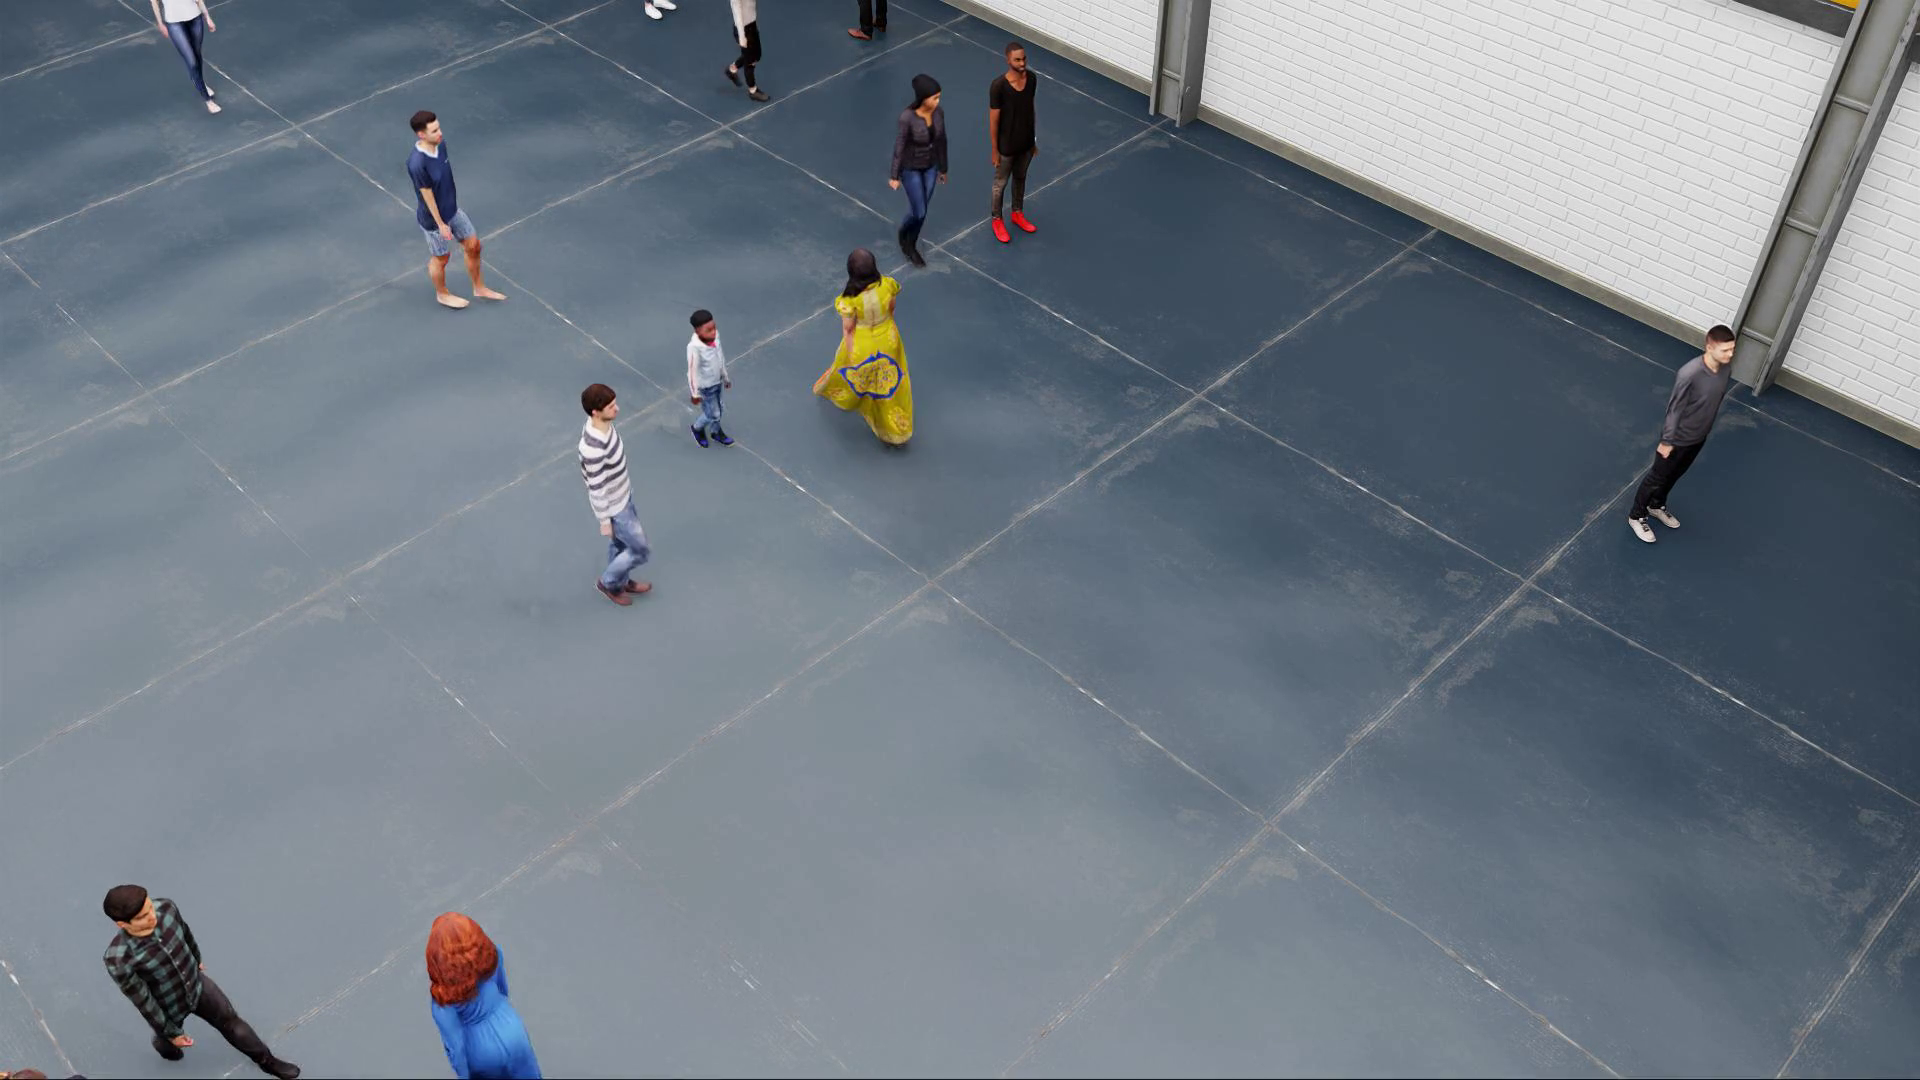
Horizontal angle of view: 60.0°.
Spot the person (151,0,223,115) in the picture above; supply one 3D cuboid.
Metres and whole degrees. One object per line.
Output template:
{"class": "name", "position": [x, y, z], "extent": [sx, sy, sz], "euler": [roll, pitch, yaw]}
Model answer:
{"class": "person", "position": [-7.618, -5.085, 16.253], "extent": [1.020, 1.698, 0.582], "euler": [34, 53, 30]}

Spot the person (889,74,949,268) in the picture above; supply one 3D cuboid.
{"class": "person", "position": [-0.394, -3.182, 14.231], "extent": [0.719, 1.732, 0.709], "euler": [-22, 48, -22]}

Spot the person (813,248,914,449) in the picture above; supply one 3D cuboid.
{"class": "person", "position": [-0.632, -1.394, 12.438], "extent": [1.039, 1.615, 1.305], "euler": [-18, 46, -18]}

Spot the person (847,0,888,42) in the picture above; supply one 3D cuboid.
{"class": "person", "position": [-0.954, -6.082, 17.258], "extent": [0.613, 1.755, 0.675], "euler": [29, 51, 27]}

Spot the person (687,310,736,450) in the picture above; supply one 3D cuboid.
{"class": "person", "position": [-1.942, -1.231, 12.530], "extent": [0.608, 1.253, 0.553], "euler": [21, 48, 21]}

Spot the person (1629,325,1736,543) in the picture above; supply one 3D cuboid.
{"class": "person", "position": [5.095, -0.770, 11.678], "extent": [0.665, 1.761, 0.601], "euler": [-24, 48, -23]}

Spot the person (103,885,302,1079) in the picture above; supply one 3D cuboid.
{"class": "person", "position": [-4.156, 2.330, 8.668], "extent": [1.158, 1.678, 0.944], "euler": [15, 46, 15]}

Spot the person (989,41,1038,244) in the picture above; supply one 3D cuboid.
{"class": "person", "position": [0.461, -3.492, 14.502], "extent": [0.672, 1.806, 0.587], "euler": [-26, 49, -25]}

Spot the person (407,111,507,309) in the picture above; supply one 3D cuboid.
{"class": "person", "position": [-4.349, -2.690, 13.646], "extent": [0.917, 1.825, 0.804], "euler": [15, 46, 15]}

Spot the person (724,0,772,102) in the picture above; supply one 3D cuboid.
{"class": "person", "position": [-2.169, -5.029, 16.356], "extent": [0.839, 1.473, 0.711], "euler": [15, 46, 16]}

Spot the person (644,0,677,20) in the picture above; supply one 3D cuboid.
{"class": "person", "position": [-3.309, -6.457, 17.638], "extent": [0.600, 1.775, 0.654], "euler": [24, 49, 23]}

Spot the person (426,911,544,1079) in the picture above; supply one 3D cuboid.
{"class": "person", "position": [-2.250, 2.554, 8.180], "extent": [0.992, 1.774, 0.662], "euler": [24, 49, 23]}

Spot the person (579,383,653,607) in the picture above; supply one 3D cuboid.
{"class": "person", "position": [-2.414, -0.267, 11.093], "extent": [0.885, 1.839, 0.822], "euler": [-1, 44, -1]}
